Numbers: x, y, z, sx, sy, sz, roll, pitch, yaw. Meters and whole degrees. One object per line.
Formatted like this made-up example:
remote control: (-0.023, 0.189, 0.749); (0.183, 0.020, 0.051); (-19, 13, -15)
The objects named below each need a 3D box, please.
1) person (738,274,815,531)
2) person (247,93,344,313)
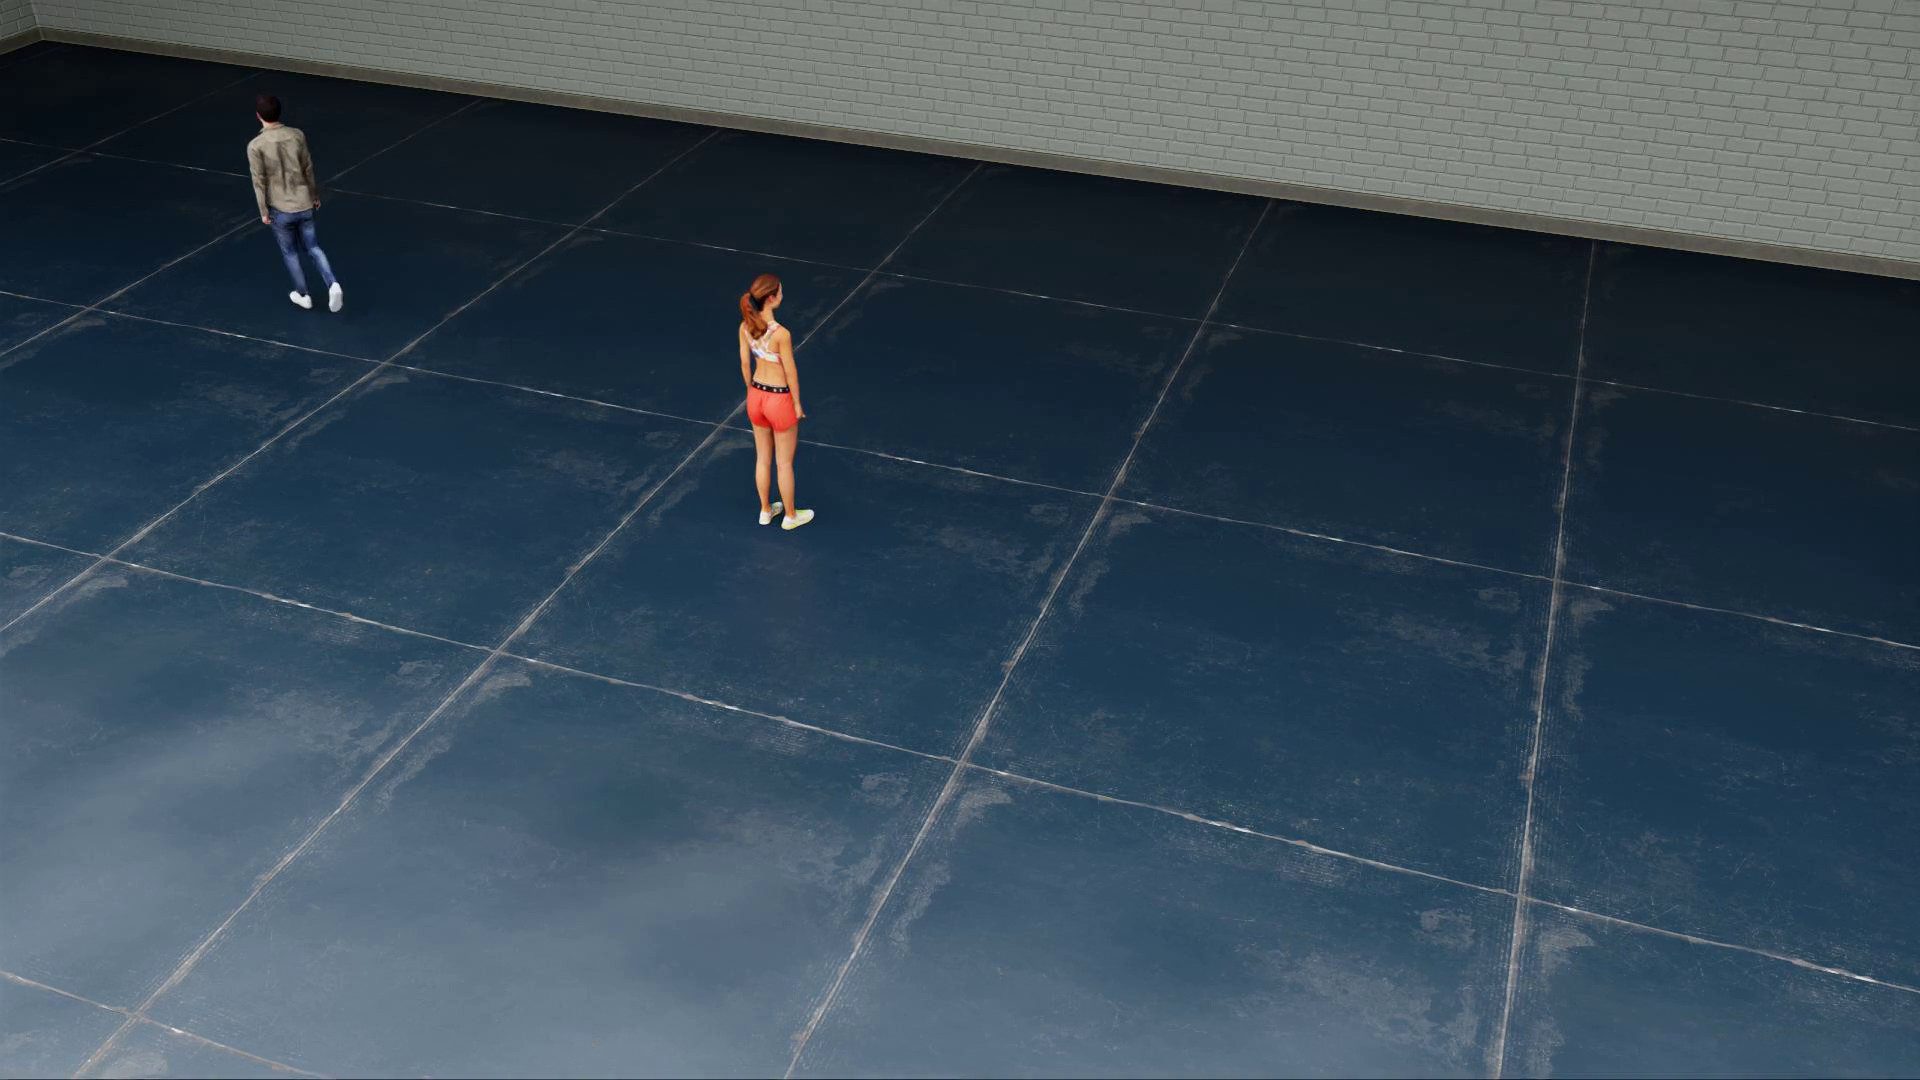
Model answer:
person: (-1.228, -0.884, 10.851); (0.616, 1.789, 0.594); (18, 37, 26)
person: (-5.428, -2.696, 13.583); (0.991, 1.849, 1.046); (26, 41, 34)
